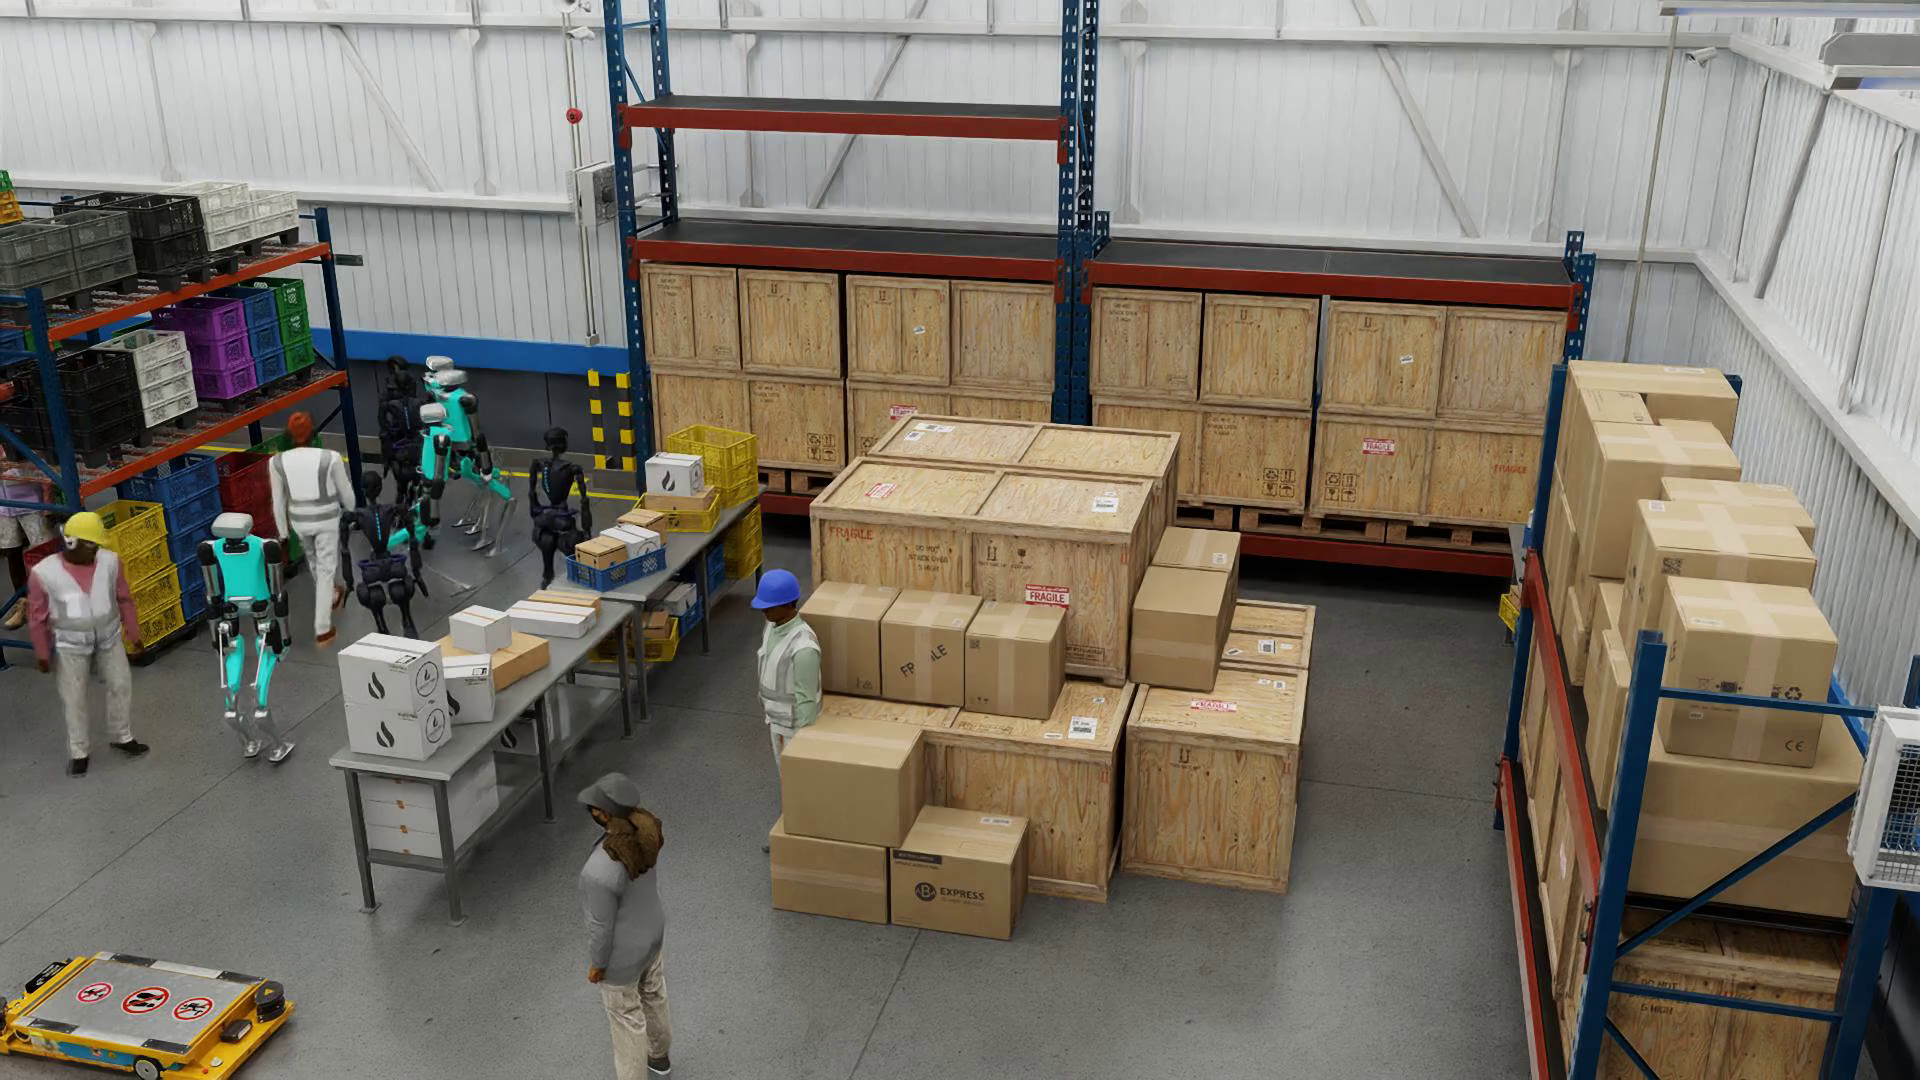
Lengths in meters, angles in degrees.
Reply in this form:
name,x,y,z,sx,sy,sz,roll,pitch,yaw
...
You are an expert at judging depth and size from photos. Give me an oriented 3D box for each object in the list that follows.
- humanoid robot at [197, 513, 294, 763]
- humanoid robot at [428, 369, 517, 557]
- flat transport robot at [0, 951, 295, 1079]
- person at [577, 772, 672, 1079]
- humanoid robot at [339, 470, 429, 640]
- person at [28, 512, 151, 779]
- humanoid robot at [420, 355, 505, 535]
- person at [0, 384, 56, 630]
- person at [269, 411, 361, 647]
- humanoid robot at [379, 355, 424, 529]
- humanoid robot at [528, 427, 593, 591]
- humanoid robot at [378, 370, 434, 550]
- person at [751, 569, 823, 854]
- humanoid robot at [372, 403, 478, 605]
name,x,y,z,sx,sy,sz,roll,pitch,yaw
humanoid robot,-4.744,0.708,11.011,0.533,1.718,0.689,-2,21,-6
humanoid robot,-4.274,-0.723,14.847,0.530,1.747,0.718,12,24,28
flat transport robot,-4.270,2.464,8.601,1.431,0.231,0.659,5,22,13
person,-1.583,1.906,7.956,0.398,1.769,0.563,6,22,16
humanoid robot,-4.265,0.298,12.308,0.611,1.641,0.420,-11,24,-27
person,-5.836,0.682,11.131,0.660,1.795,0.405,-19,28,-41
humanoid robot,-4.450,-0.898,15.151,0.735,1.677,0.533,-17,27,-37
person,-7.525,-0.269,13.266,0.607,2.046,0.365,-2,21,-5
person,-5.094,-0.135,13.214,0.575,1.835,0.983,1,21,2
humanoid robot,-5.237,-0.934,15.540,0.403,1.639,0.611,5,21,12
humanoid robot,-3.211,-0.089,13.315,0.607,1.644,0.363,8,22,20
humanoid robot,-4.910,-0.731,14.976,0.585,1.652,0.350,-6,22,-15
person,-1.017,1.068,9.919,0.411,1.939,0.602,-10,23,-24
humanoid robot,-4.554,-0.234,13.622,1.018,1.732,0.539,-9,23,-22
